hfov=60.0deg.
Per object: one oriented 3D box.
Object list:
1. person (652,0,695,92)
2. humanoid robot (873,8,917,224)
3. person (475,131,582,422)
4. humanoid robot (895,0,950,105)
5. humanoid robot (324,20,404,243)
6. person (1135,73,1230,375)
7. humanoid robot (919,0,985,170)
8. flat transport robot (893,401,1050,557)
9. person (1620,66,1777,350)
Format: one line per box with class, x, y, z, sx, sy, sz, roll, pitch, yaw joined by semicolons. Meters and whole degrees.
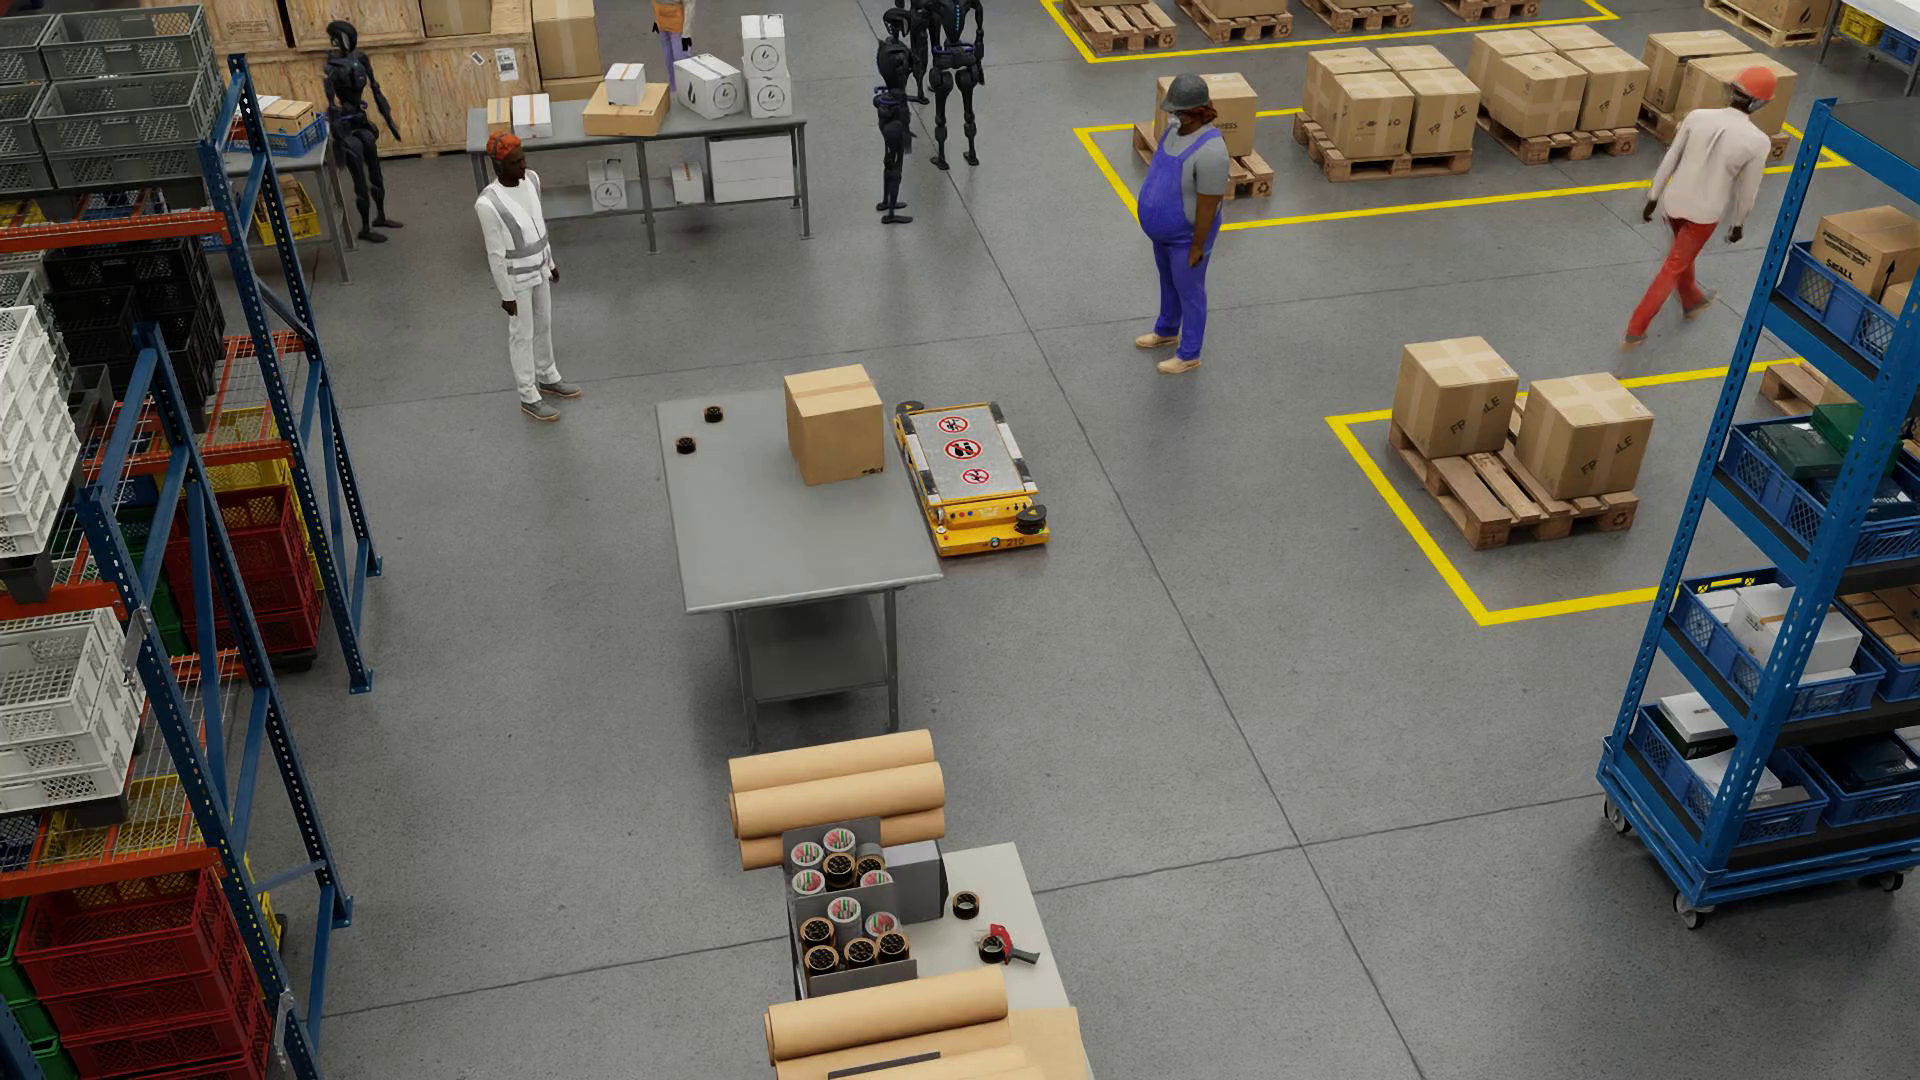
person;-2.443;-4.383;14.055;0.368;1.925;0.589;-23;42;-28
humanoid robot;-0.489;-3.263;12.756;0.327;1.652;0.581;-7;37;-10
person;-2.714;-1.652;10.422;0.356;1.882;0.573;11;38;15
humanoid robot;-0.327;-4.727;14.727;0.342;1.649;0.569;31;46;34
humanoid robot;-4.509;-3.072;12.499;0.370;1.653;0.628;10;38;13
person;1.415;-2.070;10.853;0.536;2.000;0.679;-10;38;-14
humanoid robot;-0.058;-3.872;13.576;0.567;1.650;0.339;-11;38;-15
flat transport robot;0.046;-0.430;10.108;0.652;0.197;1.431;-8;37;-10
person;4.995;-2.242;11.187;1.044;1.910;0.618;-23;42;-28
